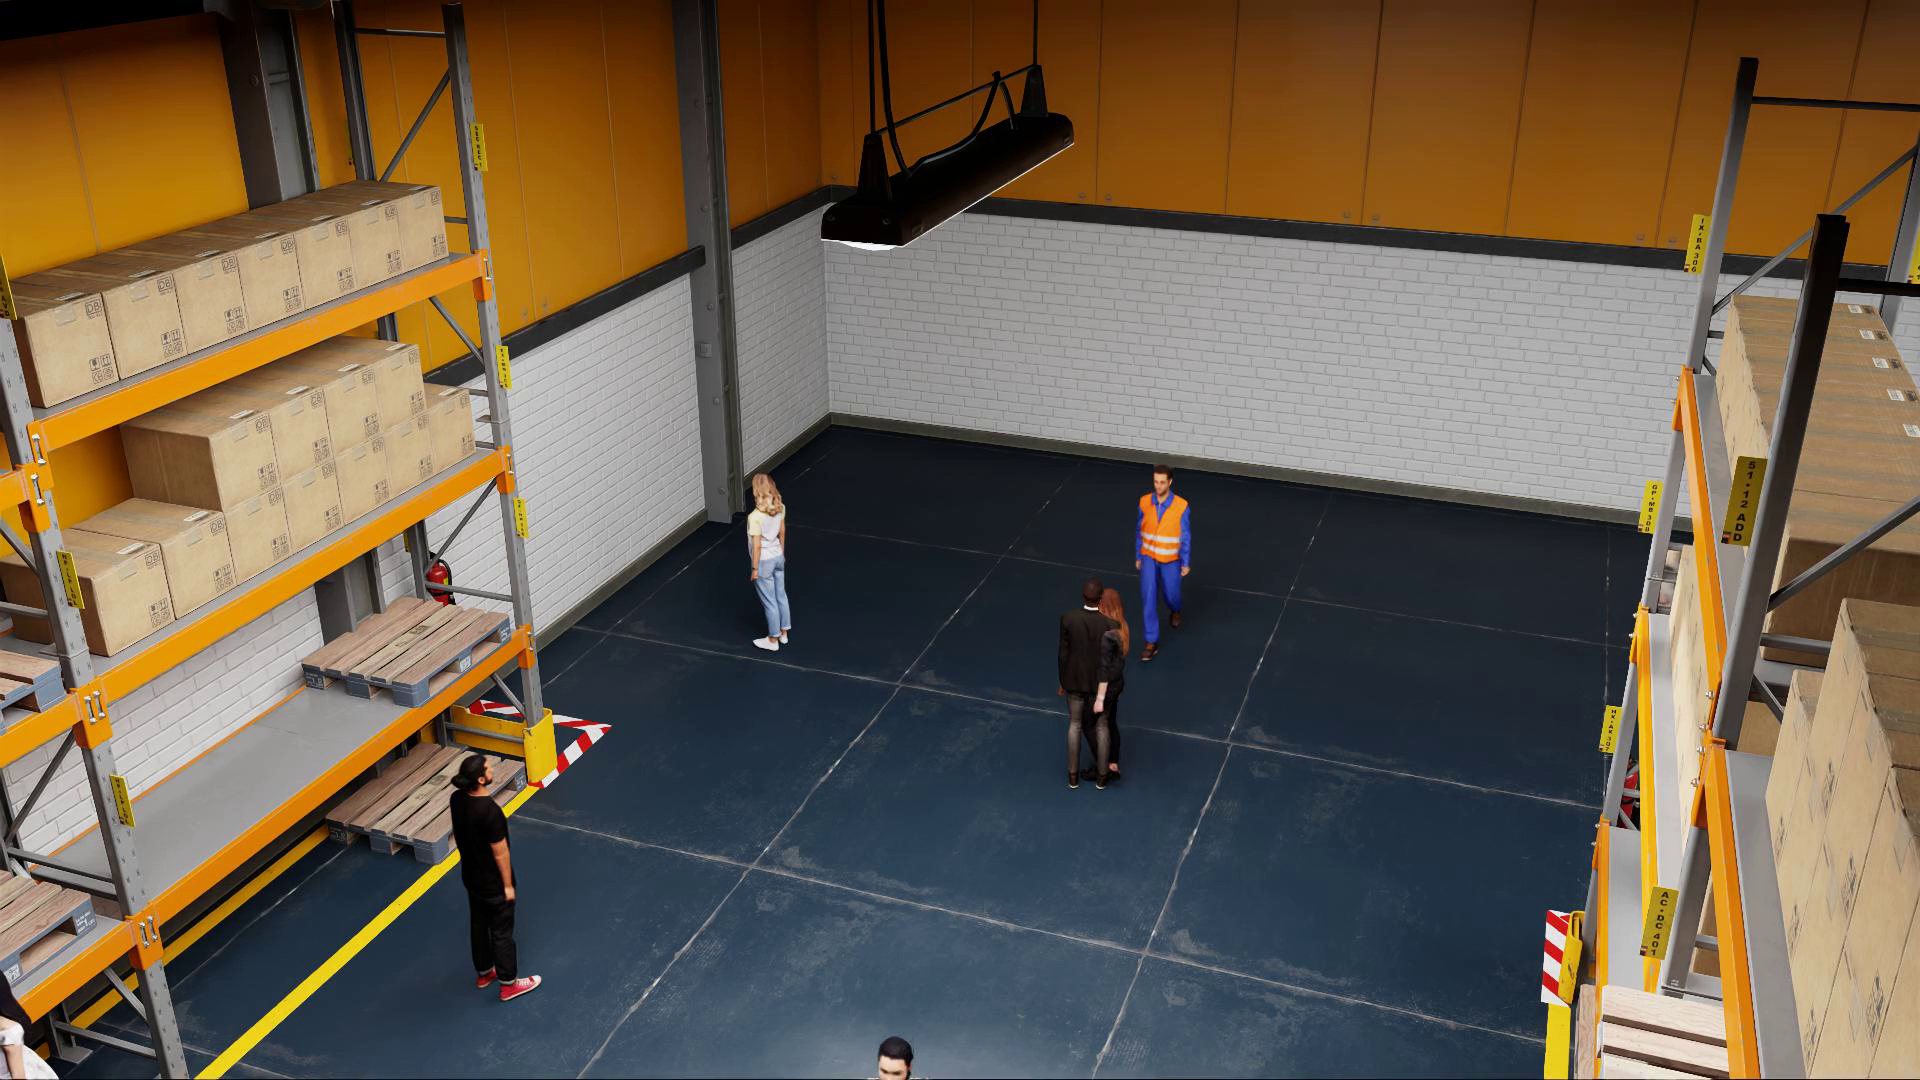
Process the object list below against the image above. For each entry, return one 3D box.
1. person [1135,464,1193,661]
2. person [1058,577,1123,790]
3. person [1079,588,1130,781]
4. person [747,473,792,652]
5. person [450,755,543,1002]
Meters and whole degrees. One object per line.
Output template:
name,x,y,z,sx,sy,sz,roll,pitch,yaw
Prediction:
person,1.869,0.154,15.255,0.670,1.852,0.966,8,25,19
person,1.021,1.125,13.099,0.694,1.799,0.599,4,24,9
person,1.223,1.182,13.095,0.707,1.699,0.497,12,26,25
person,-1.762,0.199,15.316,0.727,1.722,0.544,14,27,29
person,-3.062,2.170,10.762,0.686,1.758,0.659,17,29,34
